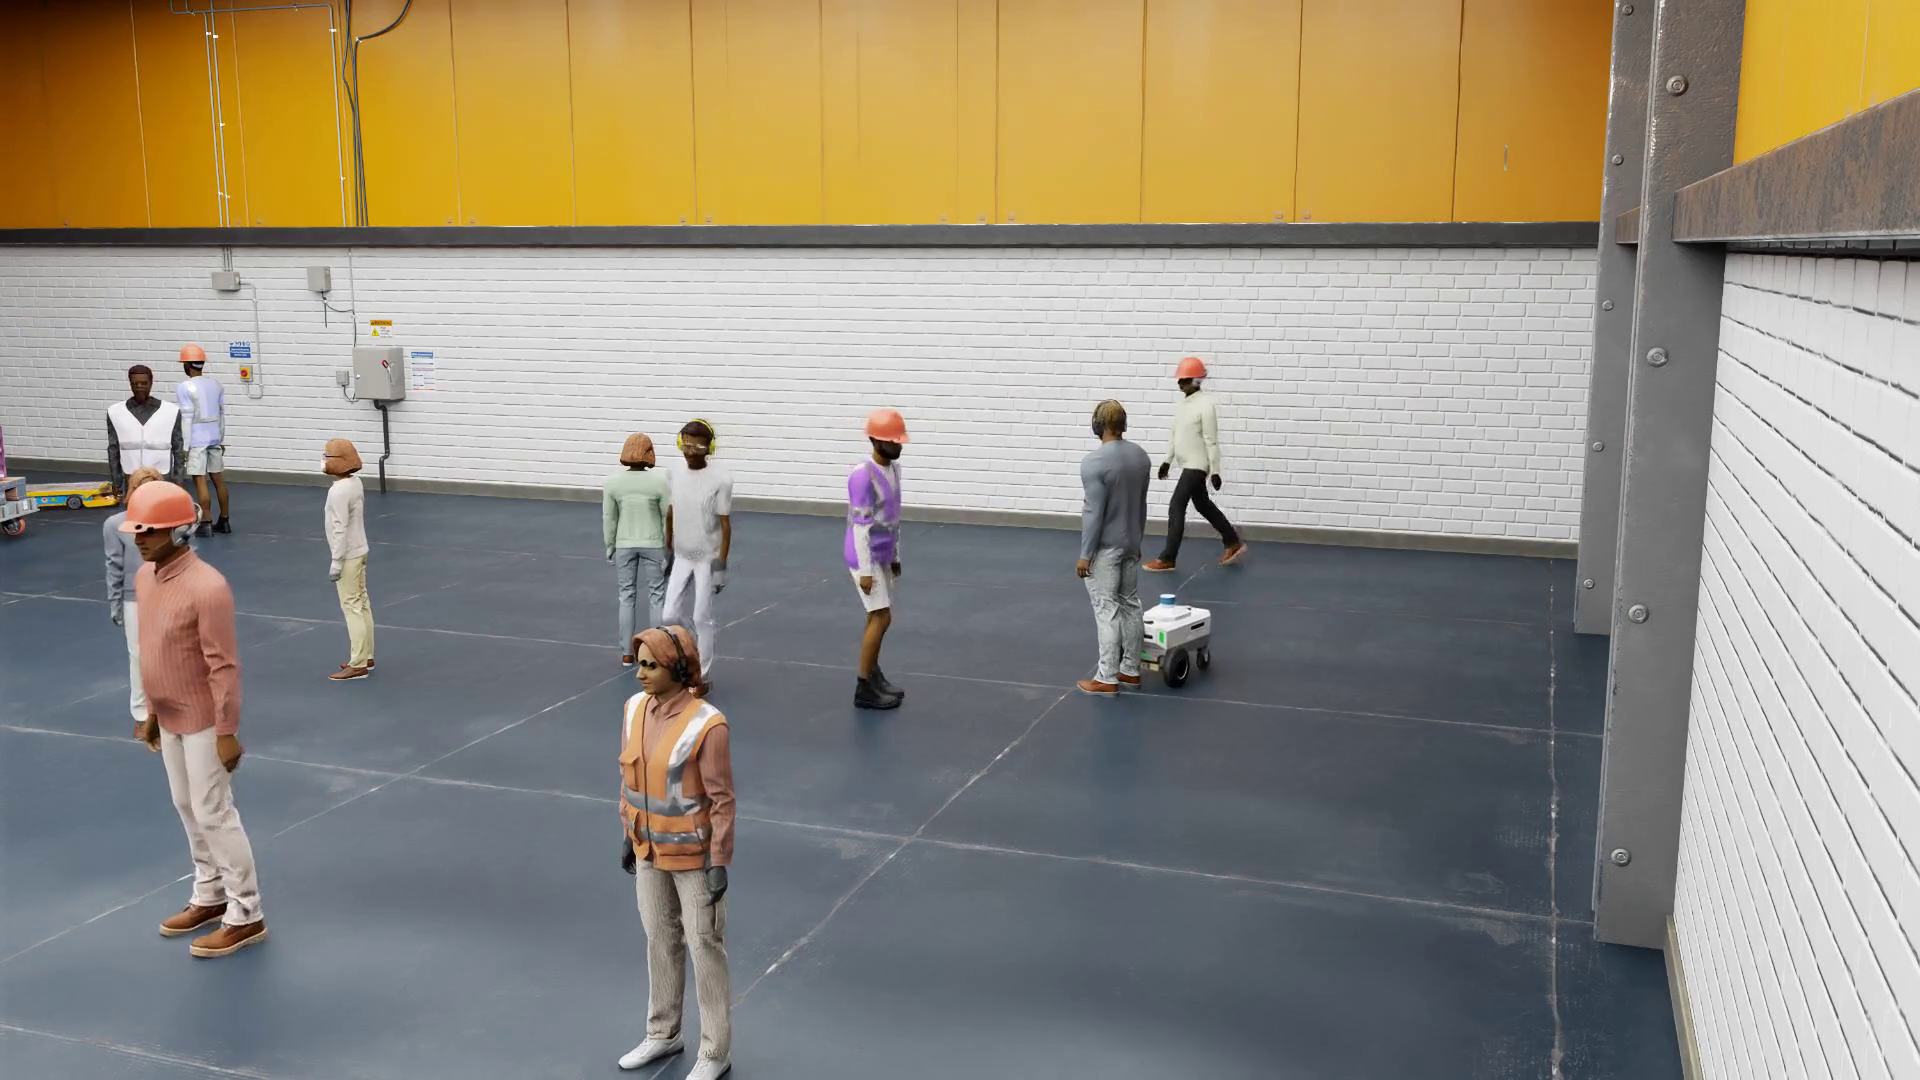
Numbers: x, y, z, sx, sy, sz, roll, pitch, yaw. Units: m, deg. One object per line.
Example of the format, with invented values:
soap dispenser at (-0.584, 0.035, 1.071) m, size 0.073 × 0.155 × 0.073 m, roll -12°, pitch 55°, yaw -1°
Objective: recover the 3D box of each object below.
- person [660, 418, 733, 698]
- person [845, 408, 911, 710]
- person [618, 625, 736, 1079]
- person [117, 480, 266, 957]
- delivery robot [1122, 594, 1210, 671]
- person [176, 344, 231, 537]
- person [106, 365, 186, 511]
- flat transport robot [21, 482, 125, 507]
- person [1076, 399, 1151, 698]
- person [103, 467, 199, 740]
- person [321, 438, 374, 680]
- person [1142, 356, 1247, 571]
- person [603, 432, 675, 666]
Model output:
person at (-1.699, 0.138, 10.607) m, size 0.572 × 1.843 × 0.405 m, roll 4°, pitch 11°, yaw 24°
person at (-0.494, 0.119, 10.519) m, size 0.465 × 1.916 × 0.558 m, roll 4°, pitch 11°, yaw 20°
person at (-0.988, 1.095, 5.782) m, size 0.524 × 1.639 × 0.308 m, roll 8°, pitch 13°, yaw 38°
person at (-3.204, 0.730, 6.885) m, size 0.628 × 1.983 × 0.415 m, roll 8°, pitch 13°, yaw 40°
delivery robot at (1.407, 0.613, 11.289) m, size 0.477 × 0.478 × 0.707 m, roll 7°, pitch 12°, yaw 36°
person at (-7.633, -0.993, 16.703) m, size 0.373 × 1.934 × 0.552 m, roll 4°, pitch 11°, yaw 21°
person at (-6.913, -0.533, 14.164) m, size 0.593 × 1.919 × 0.388 m, roll -4°, pitch 11°, yaw -21°
flat transport robot at (-10.185, -0.495, 18.587) m, size 1.431 × 0.197 × 0.652 m, roll -3°, pitch 11°, yaw -16°
person at (0.988, 0.054, 10.809) m, size 0.359 × 1.936 × 0.632 m, roll 9°, pitch 14°, yaw 42°
person at (-4.780, 0.370, 9.901) m, size 0.519 × 1.628 × 0.283 m, roll -5°, pitch 11°, yaw -26°
person at (-4.155, 0.124, 11.258) m, size 0.277 × 1.636 × 0.503 m, roll -1°, pitch 10°, yaw -6°
person at (2.177, -0.691, 15.013) m, size 1.028 × 1.950 × 0.593 m, roll -2°, pitch 10°, yaw -12°
person at (-2.223, 0.068, 11.584) m, size 0.506 × 1.632 × 0.268 m, roll 0°, pitch 10°, yaw 2°
